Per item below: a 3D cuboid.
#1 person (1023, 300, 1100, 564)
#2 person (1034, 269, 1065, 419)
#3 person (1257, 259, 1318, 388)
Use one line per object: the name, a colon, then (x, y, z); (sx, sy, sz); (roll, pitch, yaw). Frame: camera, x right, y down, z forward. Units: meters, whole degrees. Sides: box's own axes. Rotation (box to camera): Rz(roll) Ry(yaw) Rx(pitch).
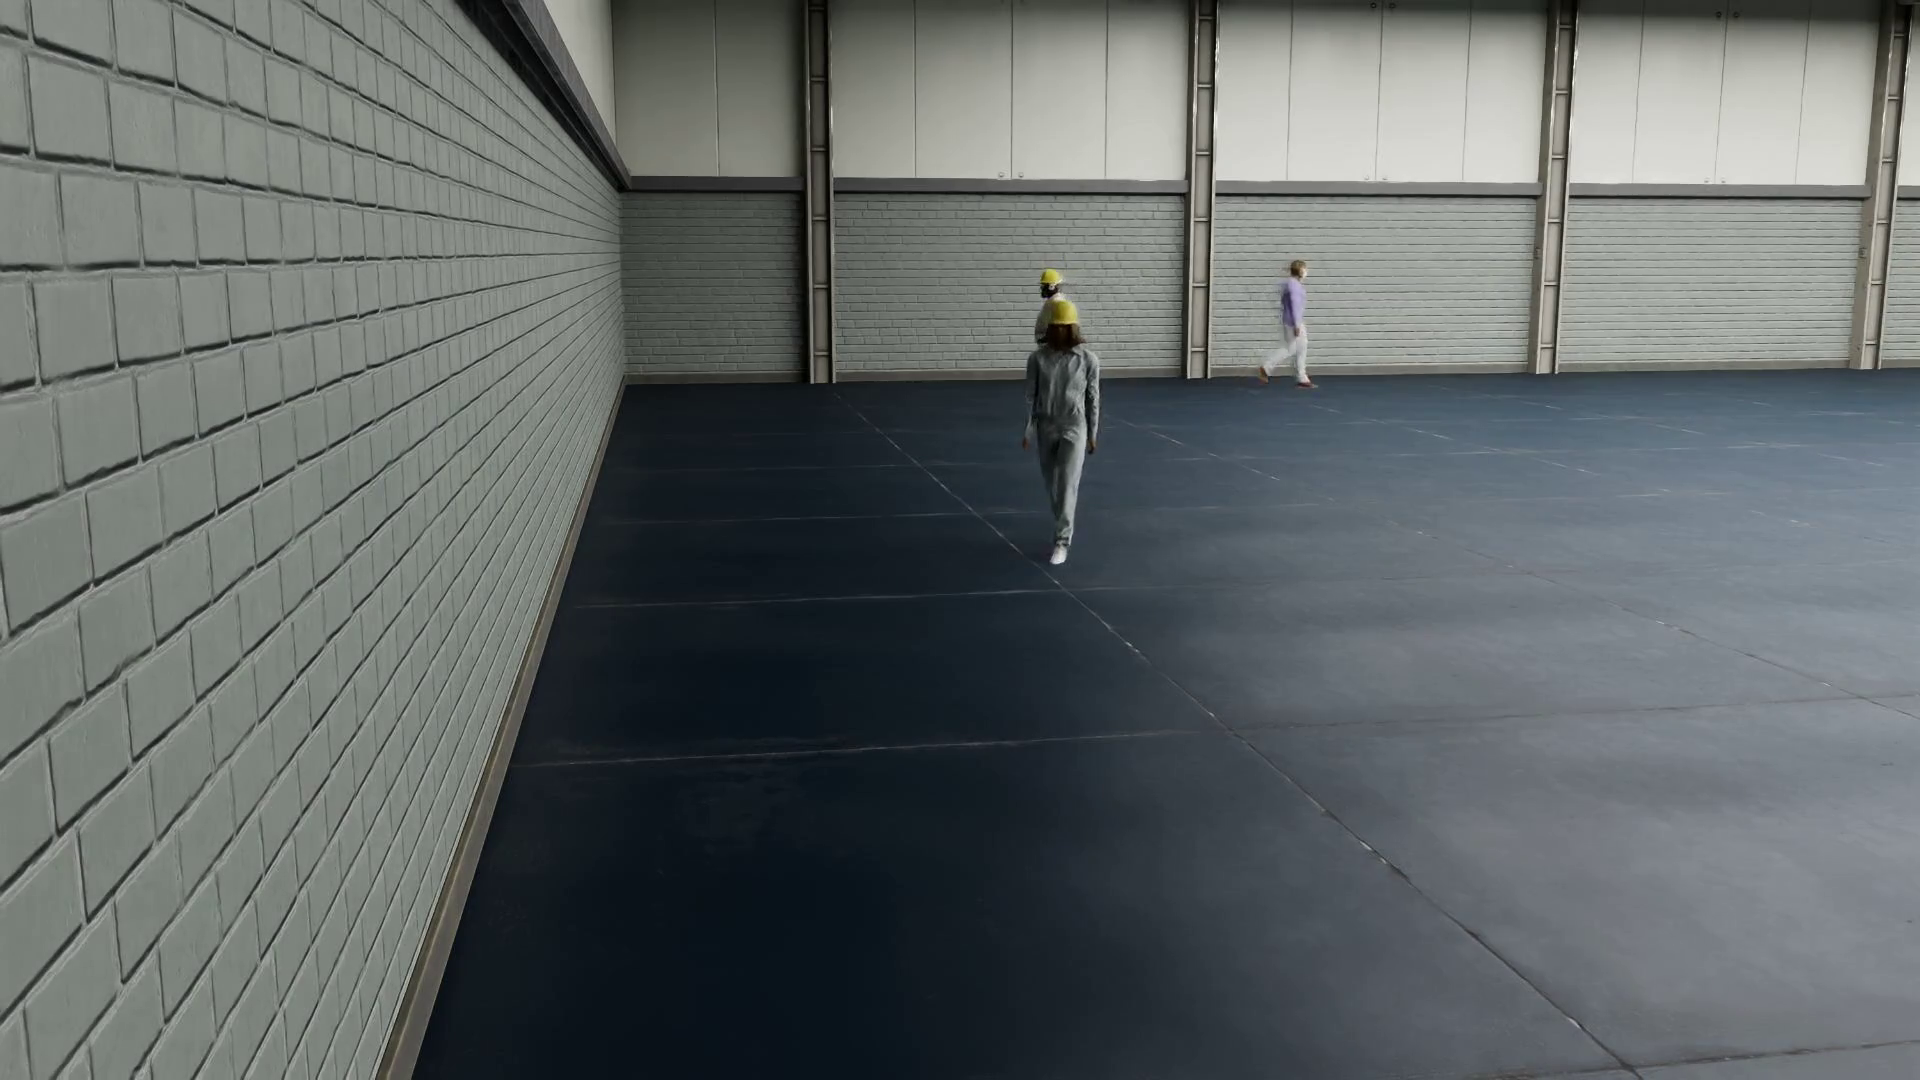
person: (0.691, -0.742, 11.084); (0.487, 1.717, 0.846); (3, 10, 17)
person: (1.147, -2.338, 19.946); (0.565, 1.811, 0.606); (0, 10, -1)
person: (4.872, -3.189, 24.573); (0.827, 1.920, 0.637); (3, 10, 15)
